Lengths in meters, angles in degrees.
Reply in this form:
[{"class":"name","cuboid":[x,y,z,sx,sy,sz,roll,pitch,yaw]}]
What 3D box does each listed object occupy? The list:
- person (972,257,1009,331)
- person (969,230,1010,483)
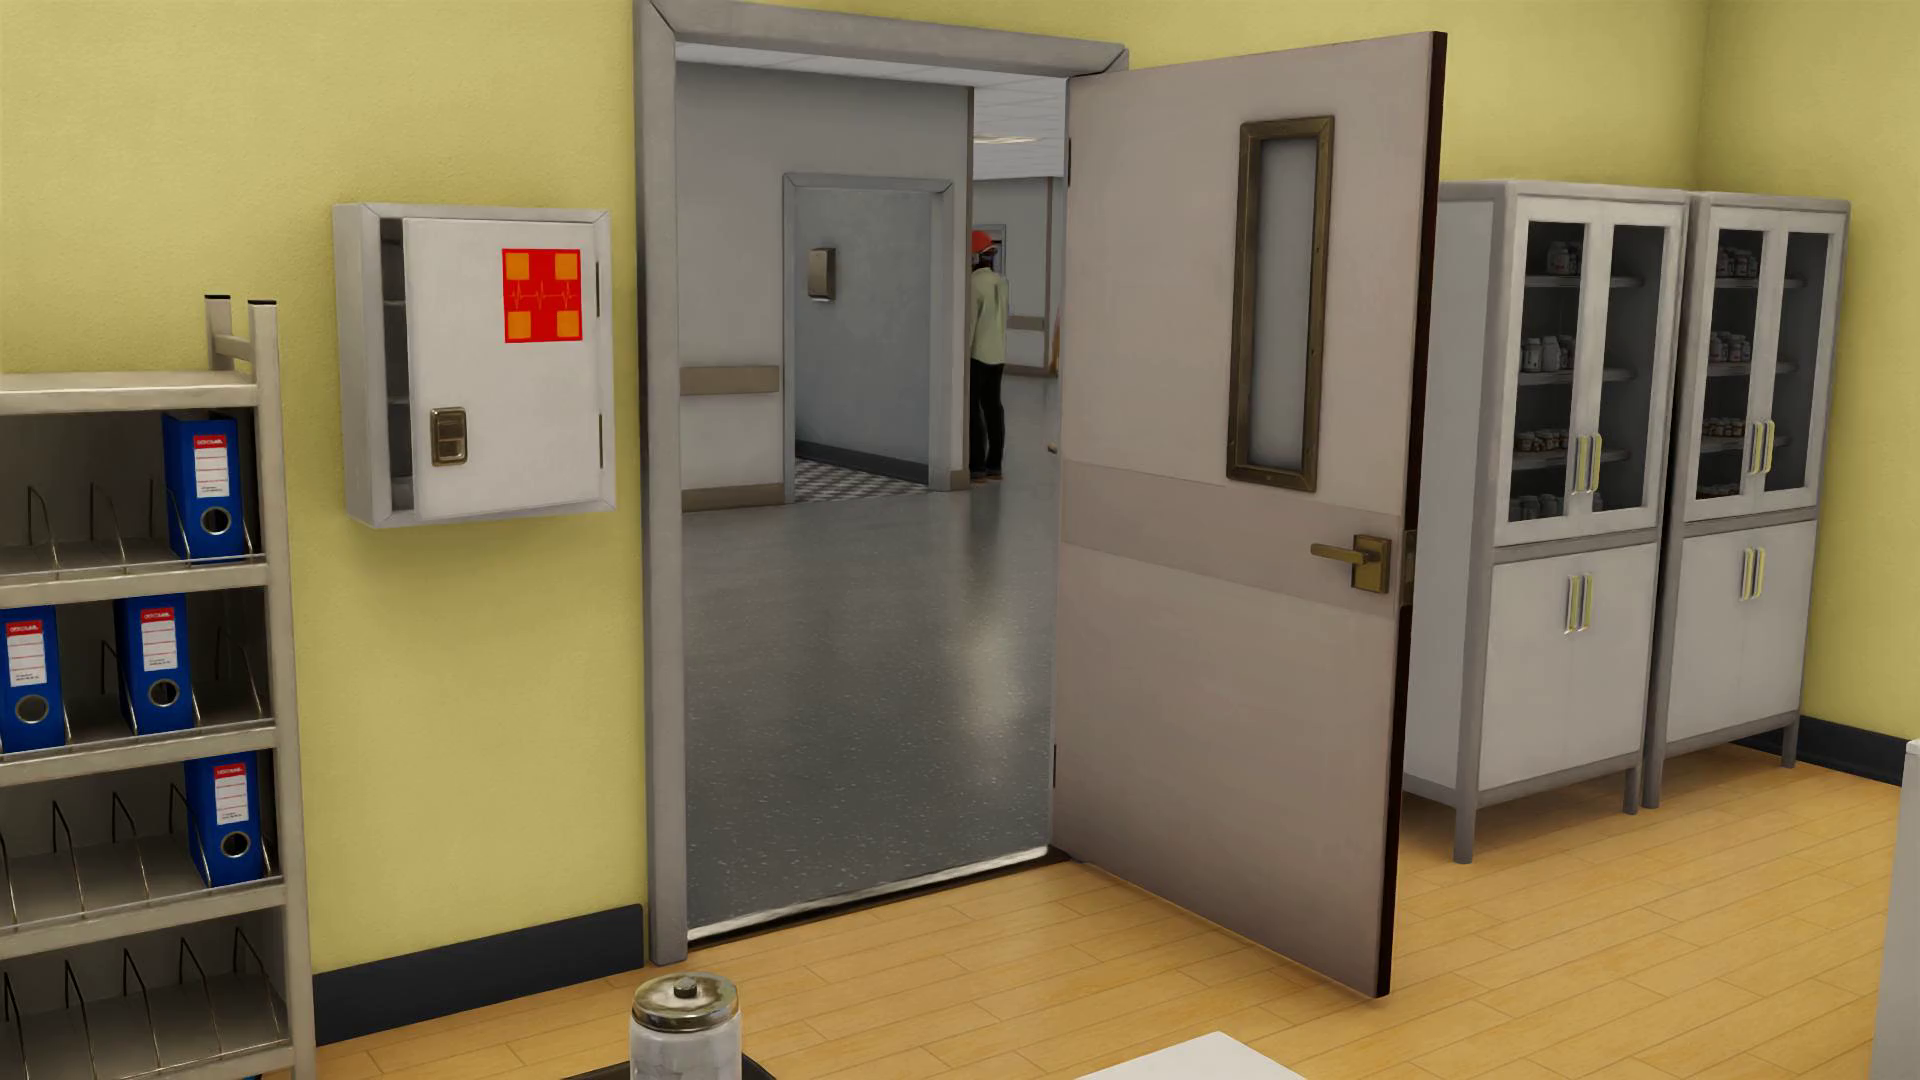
[{"class":"person","cuboid":[0.271,-2.469,19.451,0.603,1.936,0.410,5,10,21]},{"class":"person","cuboid":[0.159,-1.446,13.163,0.393,1.993,0.616,7,11,32]}]
